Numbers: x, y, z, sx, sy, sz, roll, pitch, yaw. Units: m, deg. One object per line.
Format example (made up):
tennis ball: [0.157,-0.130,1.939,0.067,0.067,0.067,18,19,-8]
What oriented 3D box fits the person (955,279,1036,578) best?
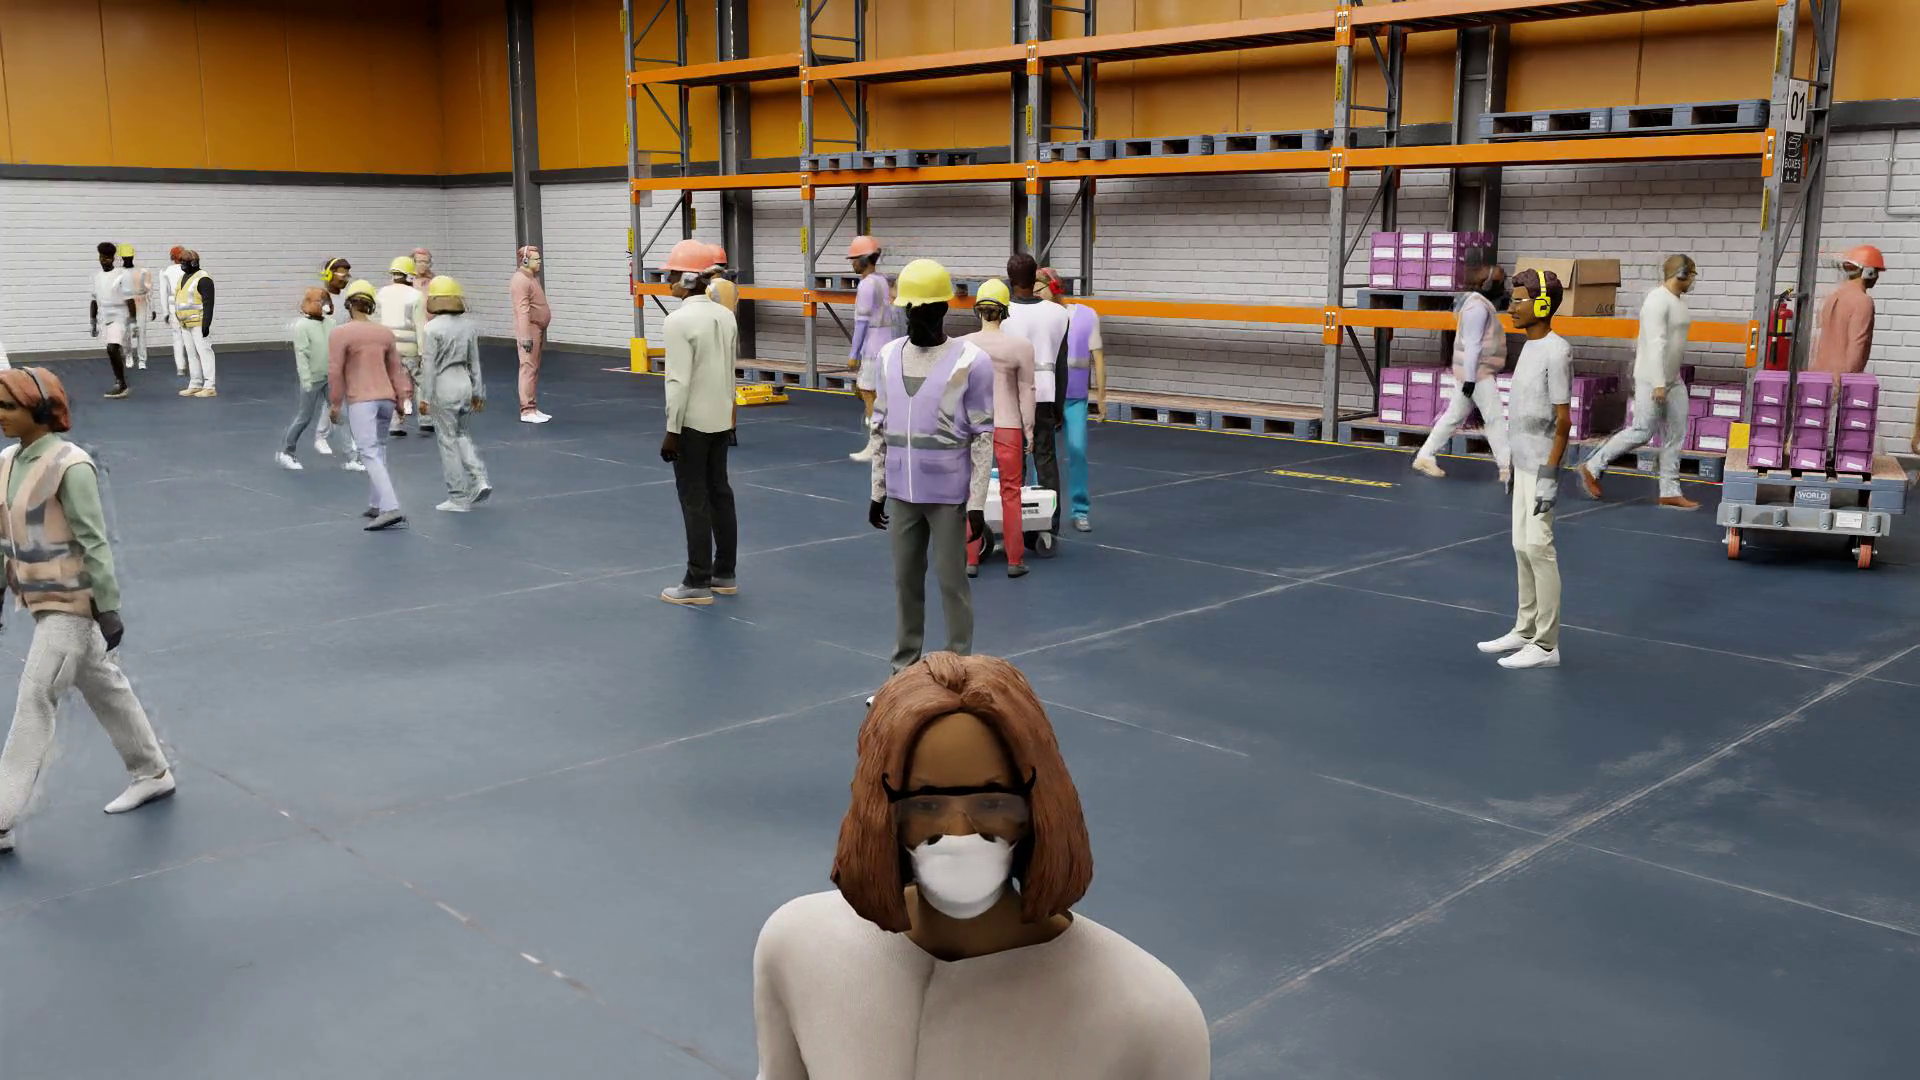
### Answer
person: [0.186,-0.653,9.852,0.527,1.767,0.331,1,10,7]

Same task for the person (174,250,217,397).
person: [-9.615,-2.713,20.893,0.625,1.841,0.429,7,13,34]

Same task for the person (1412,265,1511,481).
person: [4.255,-1.377,13.768,0.990,1.789,0.630,3,11,16]

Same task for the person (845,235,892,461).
person: [-0.770,-1.692,14.842,0.532,2.022,0.602,1,10,6]

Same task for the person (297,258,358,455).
person: [-5.730,-1.651,15.179,0.995,1.815,0.556,8,13,38]

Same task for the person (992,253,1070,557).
person: [0.417,-0.840,10.471,0.591,1.914,0.393,-4,11,-22]

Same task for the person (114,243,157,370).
person: [-12.456,-3.507,25.033,0.624,1.903,0.452,-6,12,-28]

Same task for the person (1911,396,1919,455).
person: [5.888,-0.639,9.714,0.527,1.798,0.992,5,12,26]

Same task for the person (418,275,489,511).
person: [-3.763,-1.065,12.203,0.354,1.733,0.491,5,11,25]

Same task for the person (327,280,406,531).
person: [-4.109,-0.952,11.634,0.728,1.719,0.599,6,12,32]

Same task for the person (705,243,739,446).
person: [-2.324,-1.834,15.815,0.353,1.942,0.545,5,11,24]

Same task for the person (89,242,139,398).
person: [-10.527,-2.711,20.605,0.685,1.933,0.551,4,11,20]

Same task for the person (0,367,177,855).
person: [-3.062,0.216,5.575,0.537,1.586,0.856,8,13,36]

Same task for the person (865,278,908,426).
person: [-0.614,-1.923,17.249,0.877,1.588,0.513,5,12,25]

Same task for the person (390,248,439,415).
person: [-6.064,-2.327,18.698,0.681,1.873,0.491,-8,13,-36]

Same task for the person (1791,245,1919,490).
person: [6.873,-1.271,12.760,1.025,1.930,0.618,-1,10,-4]

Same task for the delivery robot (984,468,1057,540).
delivery robot: [0.241,-0.208,10.467,0.707,0.478,0.477,-3,11,-17]

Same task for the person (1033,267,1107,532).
person: [0.691,-0.943,11.321,0.621,1.808,0.423,1,10,4]

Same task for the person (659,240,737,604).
person: [-1.450,-0.646,9.185,0.382,1.994,0.623,5,11,24]

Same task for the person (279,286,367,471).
person: [-5.554,-1.384,14.321,0.846,1.595,0.516,4,11,23]

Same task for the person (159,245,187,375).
person: [-11.261,-3.331,24.137,0.577,1.882,0.347,-2,11,-10]

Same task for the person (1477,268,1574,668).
person: [2.685,-0.328,7.800,0.313,1.869,0.528,0,10,1]

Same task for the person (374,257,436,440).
person: [-5.534,-1.914,16.622,0.617,1.797,0.710,2,11,10]

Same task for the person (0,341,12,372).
person: [-10.233,-2.066,17.396,0.554,1.826,0.662,3,11,14]

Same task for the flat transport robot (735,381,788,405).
flat transport robot: [-2.804,-1.810,20.245,1.431,0.197,0.652,10,14,43]

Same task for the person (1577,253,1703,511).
person: [5.132,-1.182,12.399,0.853,1.897,0.652,10,14,42]

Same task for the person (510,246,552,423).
person: [-4.646,-2.231,18.075,0.406,1.906,0.654,-1,10,-7]

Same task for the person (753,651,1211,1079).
person: [-0.004,0.907,1.698,0.507,1.636,0.272,4,11,23]

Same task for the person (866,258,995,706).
person: [-0.139,-0.213,7.019,0.585,1.926,0.376,6,12,30]
